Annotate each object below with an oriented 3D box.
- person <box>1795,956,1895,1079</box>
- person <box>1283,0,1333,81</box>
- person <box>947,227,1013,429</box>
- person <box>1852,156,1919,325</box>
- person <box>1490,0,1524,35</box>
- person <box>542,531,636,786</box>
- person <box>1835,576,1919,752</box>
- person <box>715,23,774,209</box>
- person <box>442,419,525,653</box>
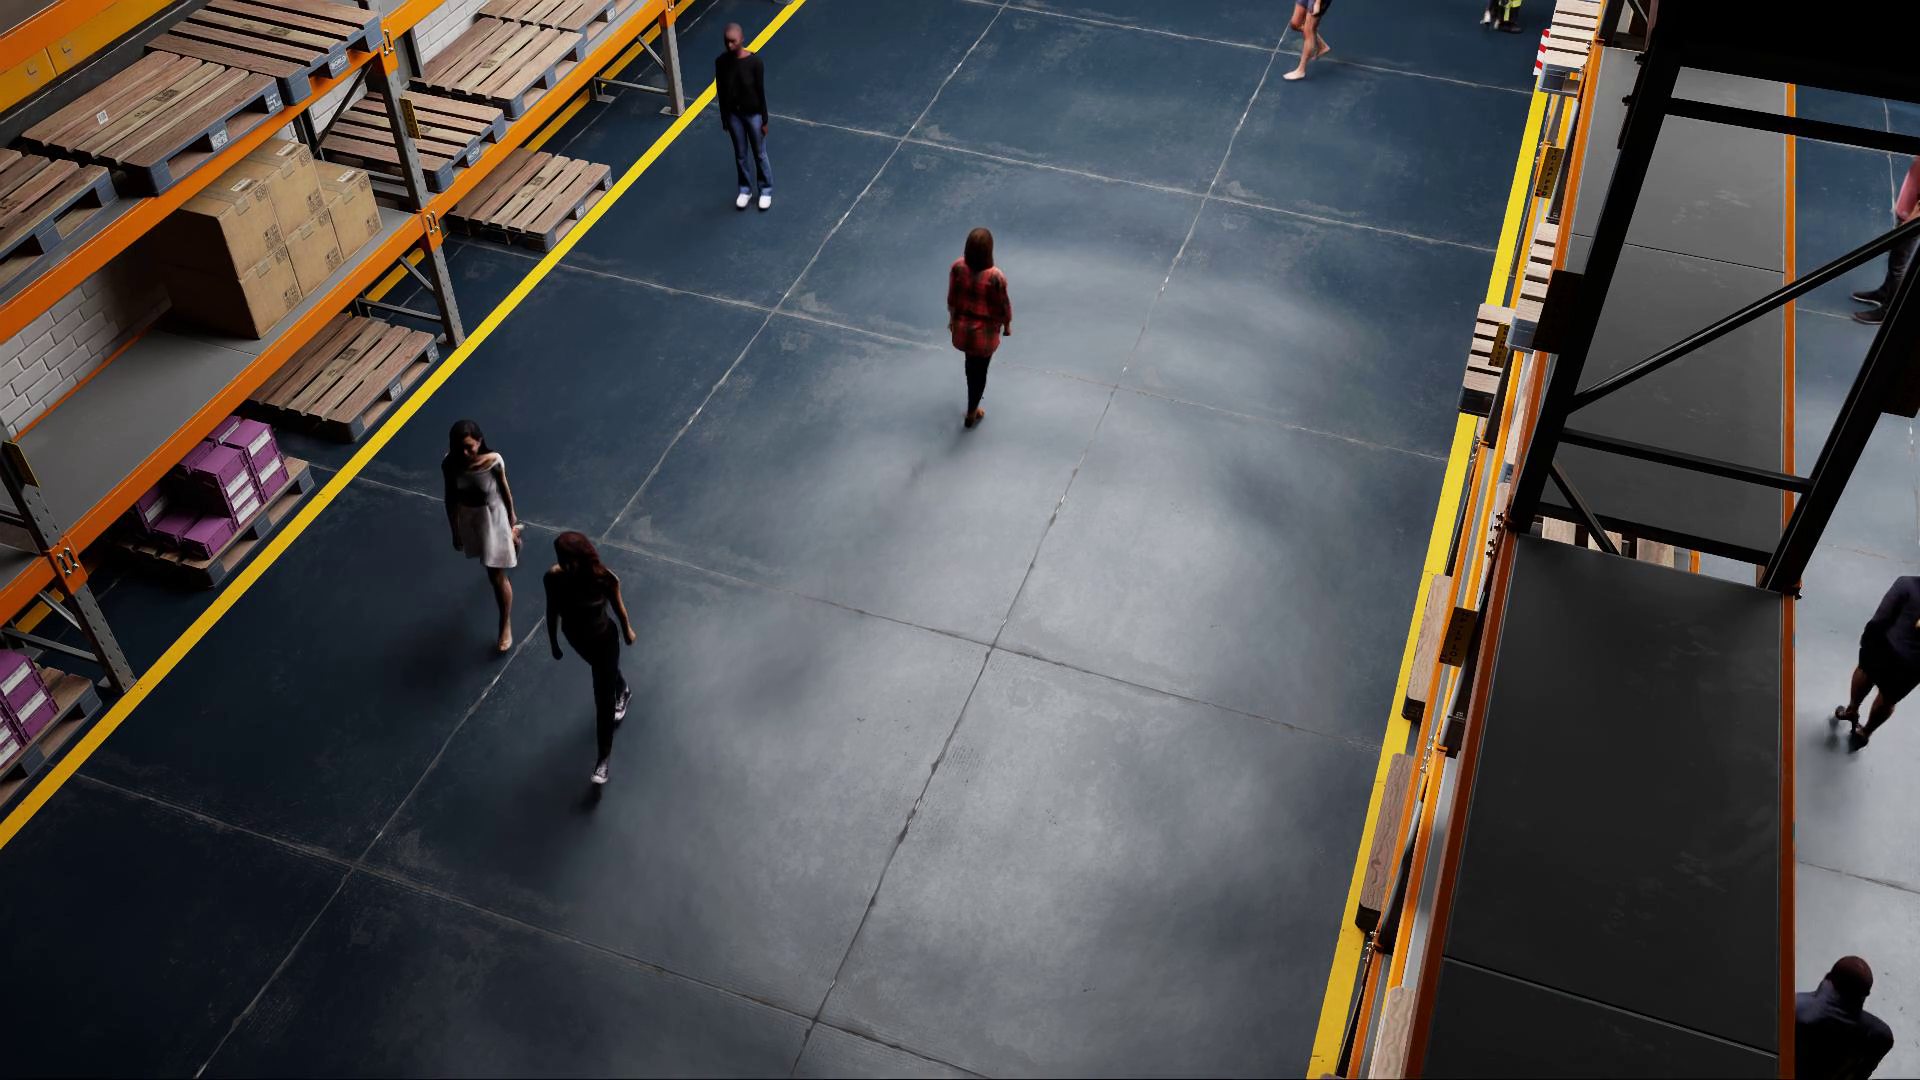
[{"bbox_3d":[3.965,2.645,7.940,0.758,1.784,1.133,15,46,15],"label":"person"},{"bbox_3d":[3.570,-5.387,16.417,0.900,1.721,0.852,-13,45,-13],"label":"person"},{"bbox_3d":[0.083,-1.536,12.398,0.680,1.689,0.676,21,48,21],"label":"person"},{"bbox_3d":[7.695,-2.635,13.359,0.669,1.955,0.500,16,46,16],"label":"person"},{"bbox_3d":[5.823,-6.224,17.195,0.884,1.860,0.730,3,44,3],"label":"person"},{"bbox_3d":[-2.223,0.546,10.184,0.780,1.728,1.158,5,44,6],"label":"person"},{"bbox_3d":[5.711,0.709,10.061,0.700,1.661,0.648,13,45,14],"label":"person"},{"bbox_3d":[-1.896,-3.759,14.687,0.635,1.750,0.596,6,44,6],"label":"person"},{"bbox_3d":[-3.093,-0.150,10.910,0.857,1.734,1.242,1,44,2],"label":"person"}]
